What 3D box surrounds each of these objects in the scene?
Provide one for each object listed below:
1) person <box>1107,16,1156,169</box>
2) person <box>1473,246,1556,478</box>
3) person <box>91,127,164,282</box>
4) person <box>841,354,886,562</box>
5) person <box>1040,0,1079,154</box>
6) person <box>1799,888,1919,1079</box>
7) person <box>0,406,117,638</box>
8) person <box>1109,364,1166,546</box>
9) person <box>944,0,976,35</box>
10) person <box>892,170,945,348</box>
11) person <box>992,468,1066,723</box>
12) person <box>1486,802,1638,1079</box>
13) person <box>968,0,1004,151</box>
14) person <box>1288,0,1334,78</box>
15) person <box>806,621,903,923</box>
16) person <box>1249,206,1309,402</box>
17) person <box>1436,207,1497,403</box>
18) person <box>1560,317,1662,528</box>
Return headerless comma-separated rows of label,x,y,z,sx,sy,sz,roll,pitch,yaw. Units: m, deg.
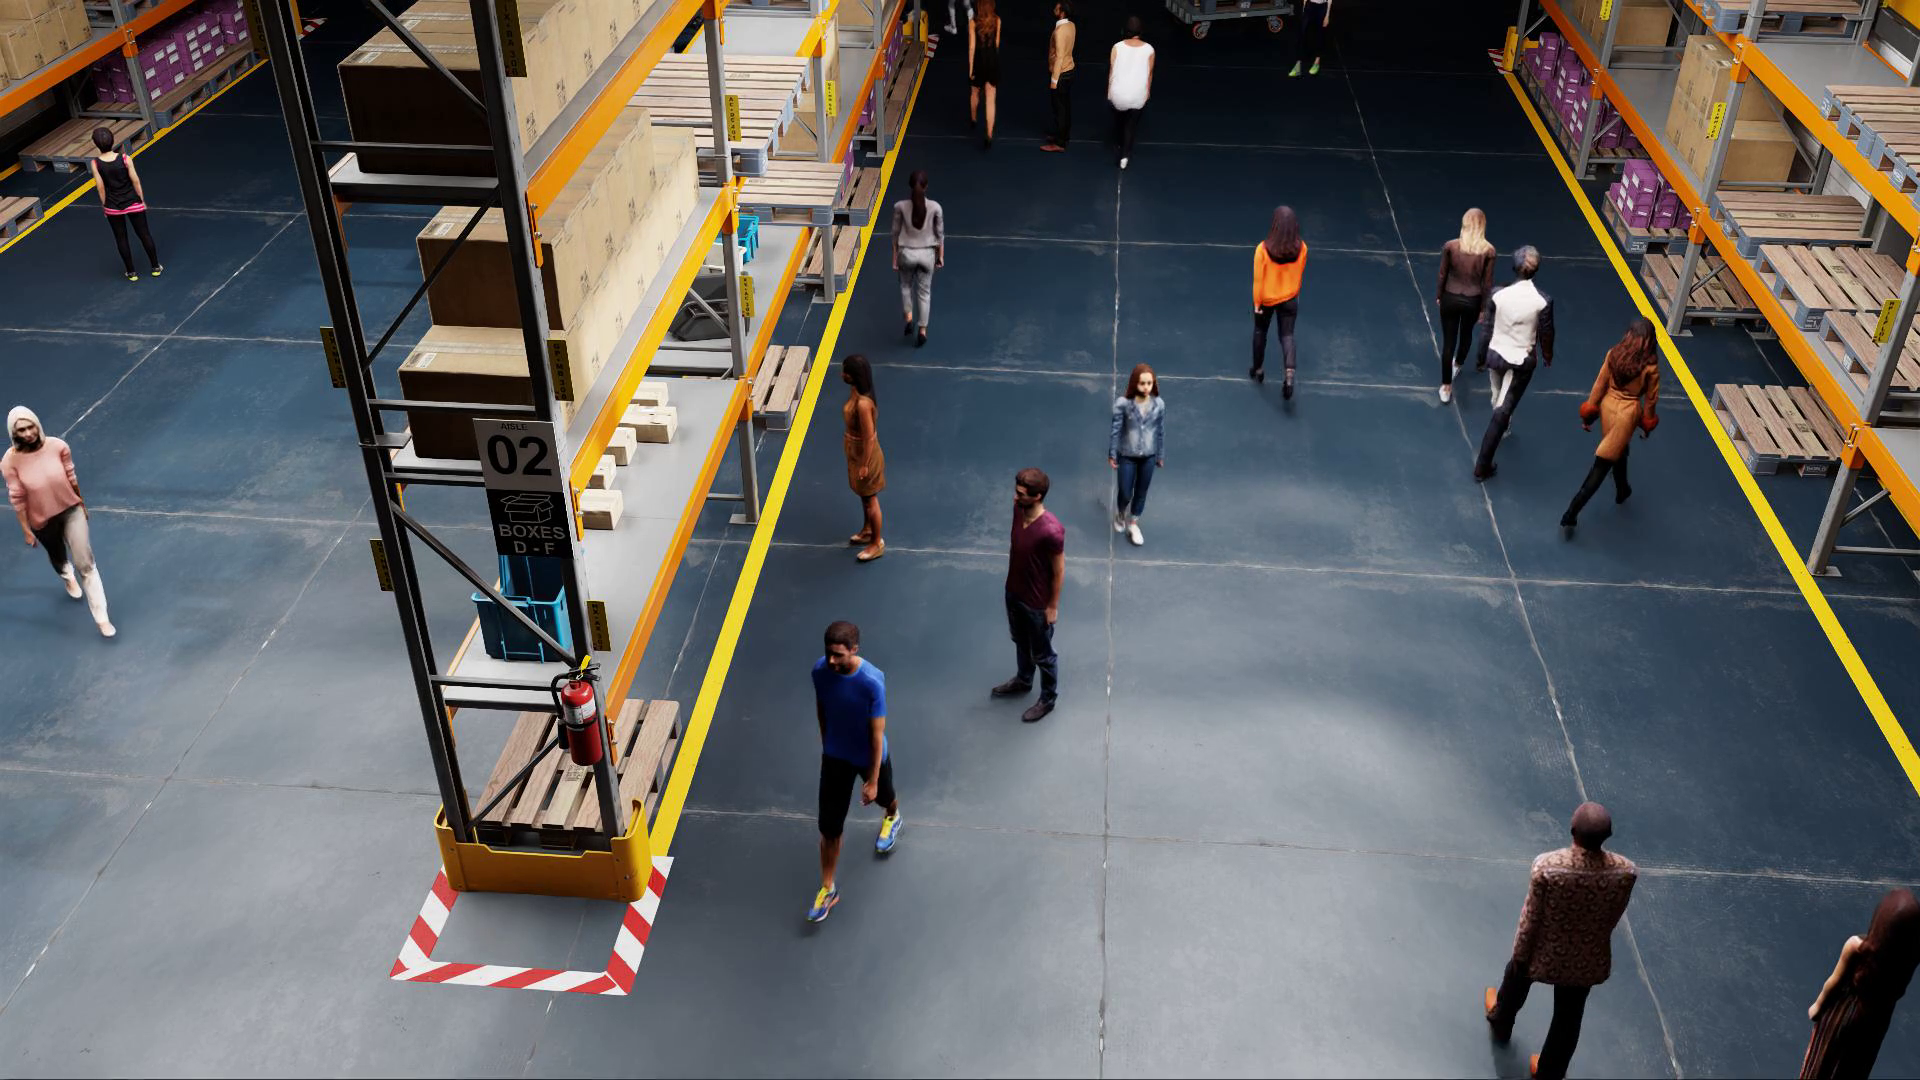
person,1.923,-5.078,19.006,0.730,1.651,1.018,5,34,8
person,4.356,-1.364,13.253,1.118,1.834,1.326,23,40,31
person,-8.299,-3.342,16.483,0.624,1.553,0.652,-16,37,-23
person,-0.710,-0.616,12.261,0.691,1.687,0.552,-8,34,-12
person,1.186,-5.441,19.460,0.761,1.754,0.600,9,35,13
person,4.347,2.263,8.040,0.549,1.564,0.520,1,34,2
person,-6.348,-0.190,11.628,1.120,1.678,1.193,-24,41,-32
person,1.313,-0.681,12.553,0.655,1.472,0.671,-6,34,-9
person,0.018,-7.707,22.949,0.975,1.664,1.207,-12,36,-18
person,-0.397,-2.520,15.148,0.657,1.661,0.616,0,34,0
person,0.471,0.329,10.693,0.795,1.849,0.694,-19,38,-26
person,2.967,2.073,8.129,0.707,1.783,0.931,5,34,8
person,0.329,-5.434,19.431,0.777,1.774,1.191,-7,34,-10
person,4.725,-6.948,21.794,0.831,1.680,1.005,17,37,24
person,-0.537,1.179,9.440,0.827,1.820,1.282,11,35,16
person,2.767,-2.022,14.347,0.732,1.720,1.091,-3,34,-5
person,4.317,-1.984,14.342,0.717,1.662,0.988,9,35,13
person,4.939,-0.823,12.585,1.249,1.672,1.203,-25,41,-33
